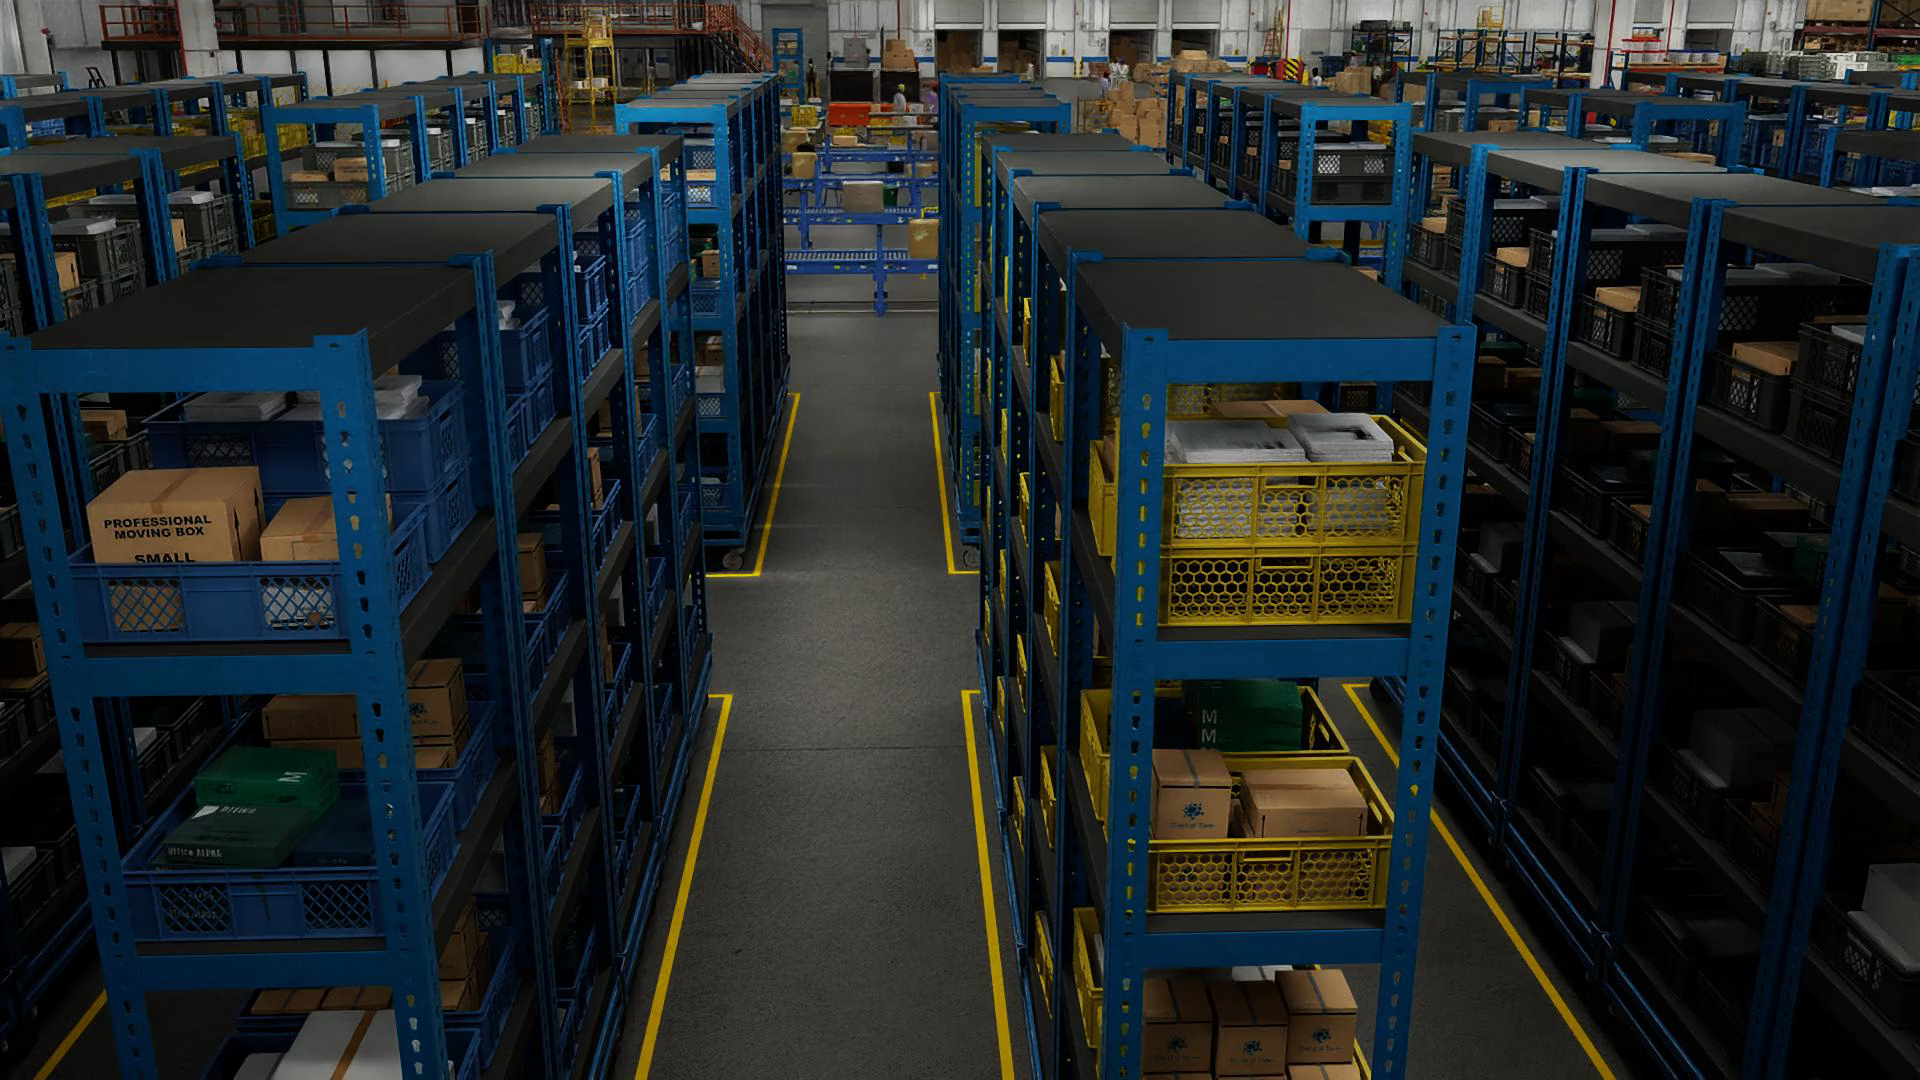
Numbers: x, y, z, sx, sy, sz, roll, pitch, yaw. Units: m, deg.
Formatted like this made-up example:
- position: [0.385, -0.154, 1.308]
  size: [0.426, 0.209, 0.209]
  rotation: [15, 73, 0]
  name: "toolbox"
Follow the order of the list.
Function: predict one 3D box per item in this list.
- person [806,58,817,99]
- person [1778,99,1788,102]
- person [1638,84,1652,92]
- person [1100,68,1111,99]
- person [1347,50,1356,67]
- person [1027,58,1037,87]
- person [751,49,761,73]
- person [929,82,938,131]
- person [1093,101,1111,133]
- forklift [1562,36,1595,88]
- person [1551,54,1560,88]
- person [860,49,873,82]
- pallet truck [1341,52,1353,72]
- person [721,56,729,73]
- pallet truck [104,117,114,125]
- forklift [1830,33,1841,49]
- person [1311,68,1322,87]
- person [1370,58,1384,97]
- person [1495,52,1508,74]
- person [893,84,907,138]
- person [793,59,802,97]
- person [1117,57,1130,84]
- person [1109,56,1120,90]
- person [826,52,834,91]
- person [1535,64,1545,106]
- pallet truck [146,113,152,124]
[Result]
- position: [-6.882, -21.342, 76.964]
  size: [0.506, 1.846, 0.345]
  rotation: [-4, 18, -14]
  name: "person"
- position: [20.995, -10.352, 42.696]
  size: [0.632, 2.003, 0.863]
  rotation: [3, 18, 9]
  name: "person"
- position: [25.041, -16.044, 60.917]
  size: [0.508, 1.629, 0.316]
  rotation: [-1, 18, -3]
  name: "person"
- position: [5.532, -16.981, 63.345]
  size: [0.433, 1.919, 0.565]
  rotation: [6, 19, 18]
  name: "person"
- position: [20.639, -24.804, 87.561]
  size: [0.383, 1.917, 0.584]
  rotation: [-13, 22, -34]
  name: "person"
- position: [3.415, -21.562, 77.655]
  size: [0.847, 1.836, 0.641]
  rotation: [3, 18, 10]
  name: "person"
- position: [-11.251, -26.154, 91.764]
  size: [0.586, 1.910, 0.395]
  rotation: [-7, 19, -22]
  name: "person"
- position: [-0.786, -13.644, 53.074]
  size: [0.901, 1.895, 0.557]
  rotation: [5, 19, 15]
  name: "person"
- position: [4.083, -11.650, 47.345]
  size: [0.537, 1.603, 0.710]
  rotation: [-4, 18, -12]
  name: "person"
- position: [29.222, -22.050, 77.496]
  size: [1.873, 2.768, 1.129]
  rotation: [-5, 19, -16]
  name: "forklift"
- position: [29.829, -23.423, 83.427]
  size: [0.630, 1.831, 0.589]
  rotation: [-12, 21, -32]
  name: "person"
- position: [-5.202, -26.554, 93.101]
  size: [0.799, 1.847, 0.521]
  rotation: [-11, 21, -31]
  name: "person"
- position: [18.794, -23.123, 82.231]
  size: [0.823, 1.965, 1.885]
  rotation: [-13, 22, -35]
  name: "pallet truck"
- position: [-13.219, -26.744, 93.773]
  size: [0.948, 1.792, 0.648]
  rotation: [-3, 18, -9]
  name: "person"
- position: [-18.367, -7.885, 35.078]
  size: [1.885, 1.965, 0.823]
  rotation: [1, 18, 2]
  name: "pallet truck"
- position: [43.715, -23.952, 83.383]
  size: [1.873, 2.768, 1.129]
  rotation: [5, 19, 16]
  name: "forklift"
- position: [13.434, -16.873, 62.953]
  size: [0.379, 1.959, 0.602]
  rotation: [15, 23, 38]
  name: "person"
- position: [17.925, -19.667, 71.468]
  size: [0.536, 2.000, 0.688]
  rotation: [-2, 18, -5]
  name: "person"
- position: [28.108, -24.416, 86.437]
  size: [0.801, 1.888, 0.566]
  rotation: [16, 24, 40]
  name: "person"
- position: [-1.871, -13.709, 53.405]
  size: [0.551, 1.809, 0.597]
  rotation: [-8, 20, -24]
  name: "person"
- position: [-7.511, -21.314, 76.737]
  size: [0.365, 1.936, 0.548]
  rotation: [7, 19, 20]
  name: "person"
- position: [7.405, -20.878, 75.375]
  size: [0.611, 1.948, 0.396]
  rotation: [12, 21, 33]
  name: "person"
- position: [7.302, -21.913, 78.690]
  size: [0.574, 1.876, 0.354]
  rotation: [-5, 19, -15]
  name: "person"
- position: [-6.602, -23.845, 84.599]
  size: [0.369, 1.913, 0.597]
  rotation: [-12, 22, -33]
  name: "person"
- position: [24.092, -18.864, 69.282]
  size: [0.507, 1.860, 0.325]
  rotation: [-9, 20, -26]
  name: "person"
- position: [-18.087, -8.309, 36.390]
  size: [1.885, 1.965, 0.823]
  rotation: [-1, 18, -4]
  name: "pallet truck"
